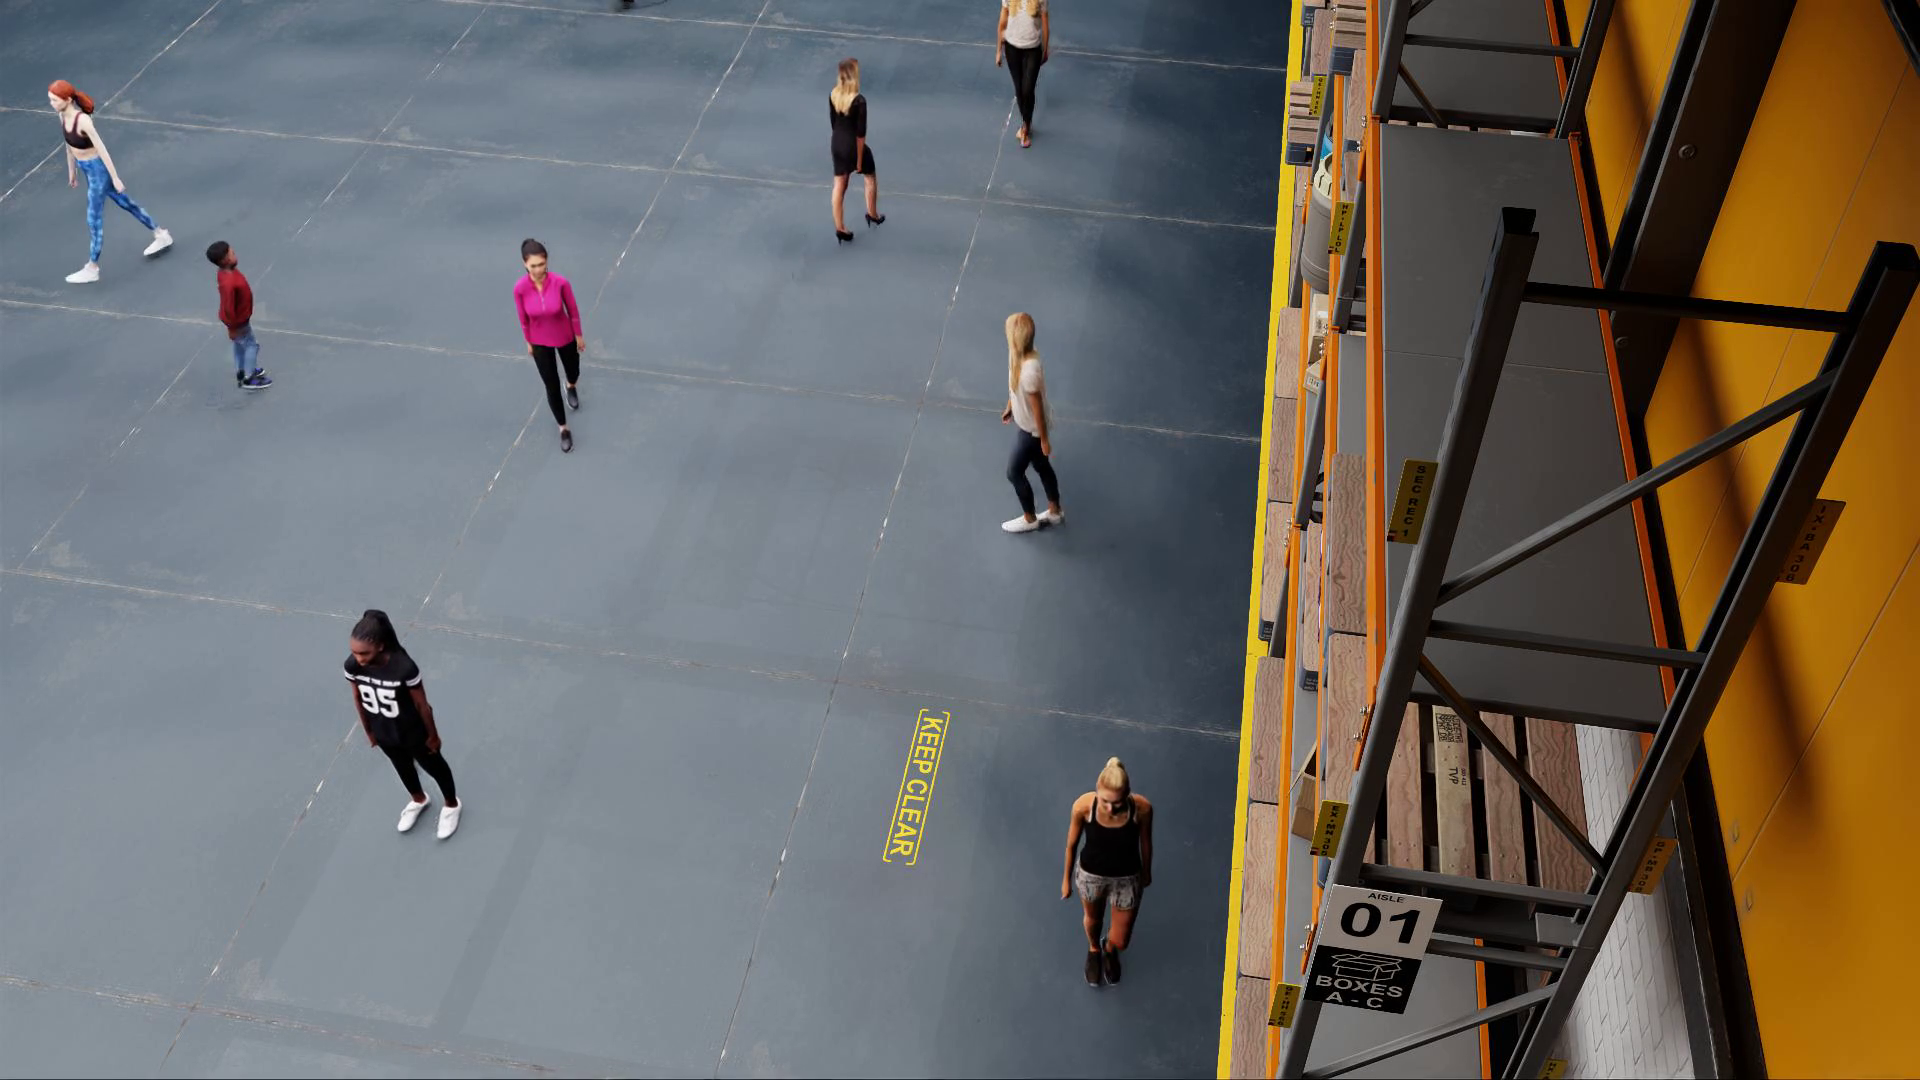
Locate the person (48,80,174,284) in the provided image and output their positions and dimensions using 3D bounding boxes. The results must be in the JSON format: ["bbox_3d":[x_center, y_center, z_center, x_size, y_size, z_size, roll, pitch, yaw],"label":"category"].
[{"bbox_3d":[-7.196,-3.079,14.052,1.000,1.728,1.261,30,51,28],"label":"person"}]

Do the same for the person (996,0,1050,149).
[{"bbox_3d":[0.610,-4.629,15.612,0.627,1.809,0.687,10,45,10],"label":"person"}]

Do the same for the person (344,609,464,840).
[{"bbox_3d":[-3.245,1.083,9.674,0.599,1.731,0.544,6,44,6],"label":"person"}]

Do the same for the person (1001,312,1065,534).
[{"bbox_3d":[0.578,-0.766,11.584,0.760,1.773,0.691,-7,44,-8],"label":"person"}]

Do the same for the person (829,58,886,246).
[{"bbox_3d":[-1.009,-3.286,14.321,0.755,1.645,0.888,27,50,26],"label":"person"}]

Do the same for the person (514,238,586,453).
[{"bbox_3d":[-3.049,-1.551,12.480,0.853,1.684,1.060,-12,45,-12],"label":"person"}]

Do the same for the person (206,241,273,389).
[{"bbox_3d":[-5.698,-1.728,12.987,0.696,1.230,0.625,-10,45,-11],"label":"person"}]

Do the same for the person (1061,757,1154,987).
[{"bbox_3d":[0.801,1.713,8.939,0.656,1.832,0.607,3,44,3],"label":"person"}]
